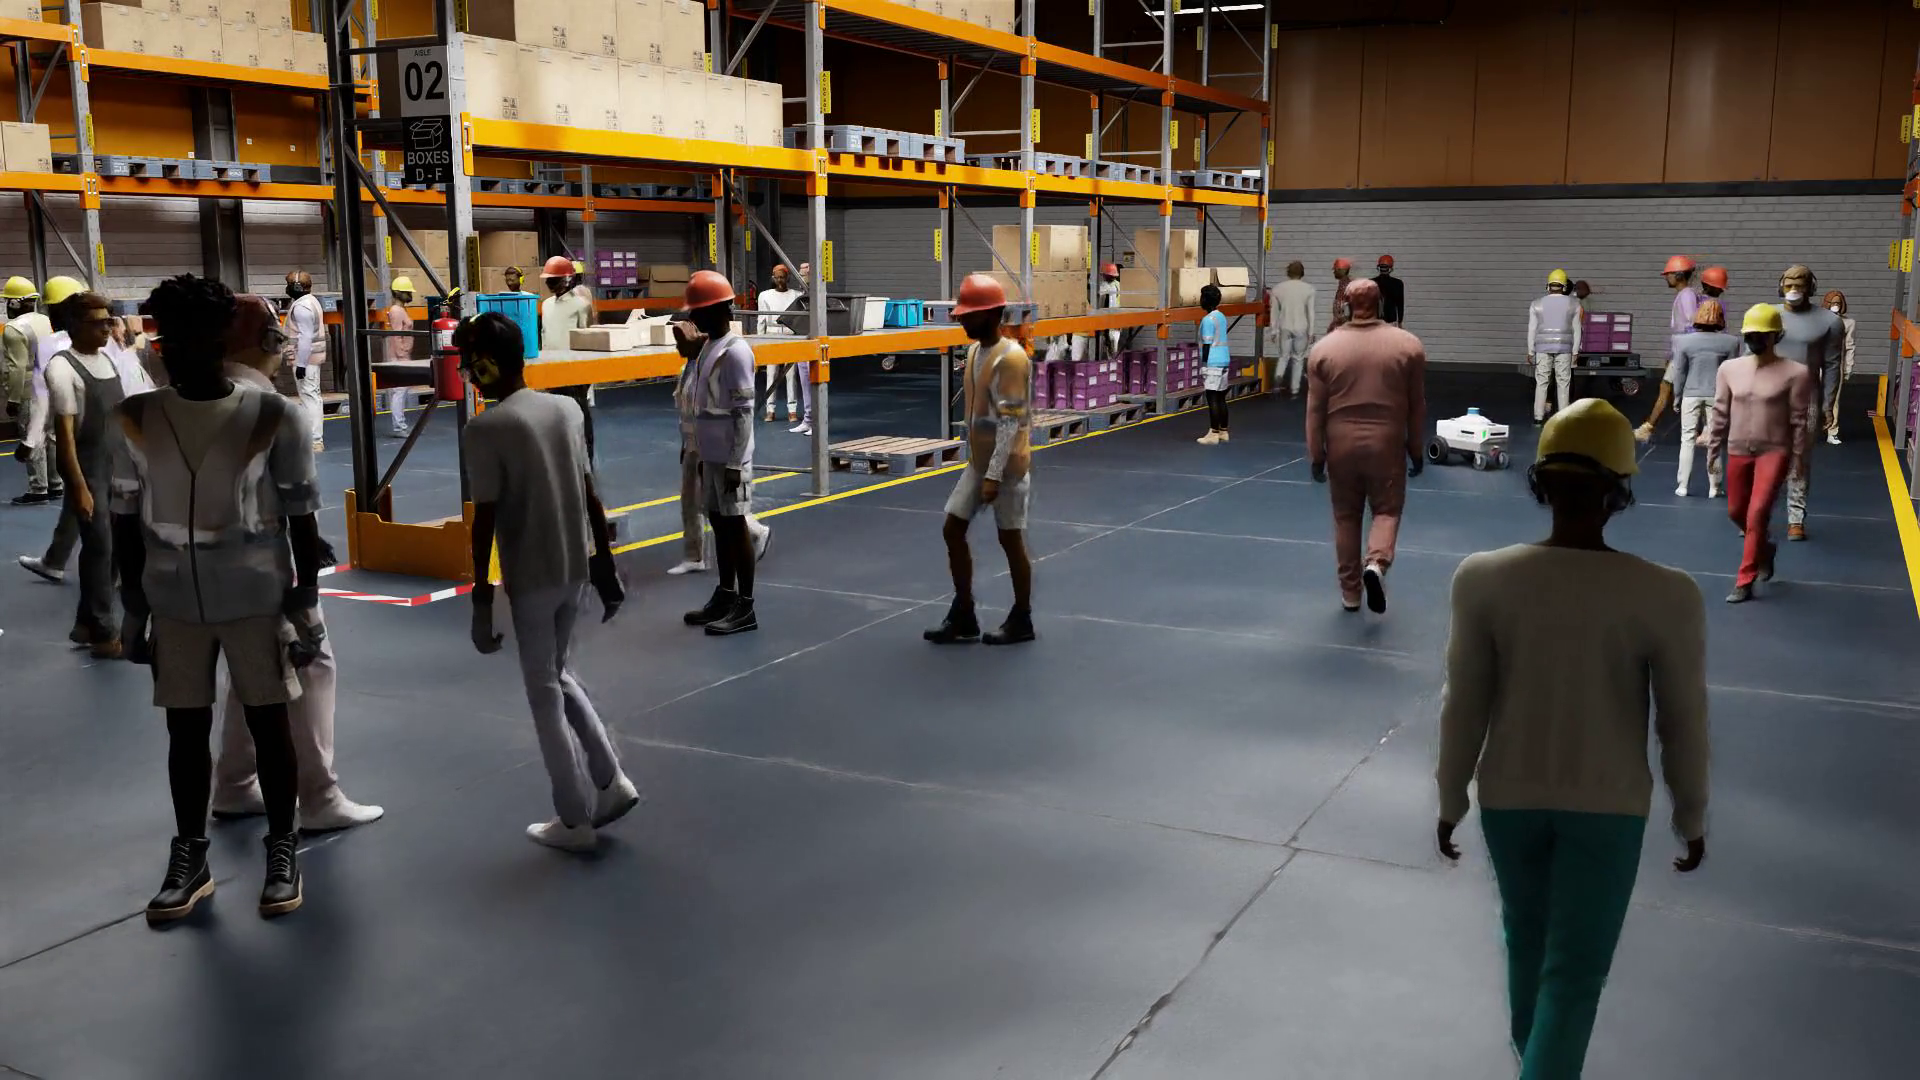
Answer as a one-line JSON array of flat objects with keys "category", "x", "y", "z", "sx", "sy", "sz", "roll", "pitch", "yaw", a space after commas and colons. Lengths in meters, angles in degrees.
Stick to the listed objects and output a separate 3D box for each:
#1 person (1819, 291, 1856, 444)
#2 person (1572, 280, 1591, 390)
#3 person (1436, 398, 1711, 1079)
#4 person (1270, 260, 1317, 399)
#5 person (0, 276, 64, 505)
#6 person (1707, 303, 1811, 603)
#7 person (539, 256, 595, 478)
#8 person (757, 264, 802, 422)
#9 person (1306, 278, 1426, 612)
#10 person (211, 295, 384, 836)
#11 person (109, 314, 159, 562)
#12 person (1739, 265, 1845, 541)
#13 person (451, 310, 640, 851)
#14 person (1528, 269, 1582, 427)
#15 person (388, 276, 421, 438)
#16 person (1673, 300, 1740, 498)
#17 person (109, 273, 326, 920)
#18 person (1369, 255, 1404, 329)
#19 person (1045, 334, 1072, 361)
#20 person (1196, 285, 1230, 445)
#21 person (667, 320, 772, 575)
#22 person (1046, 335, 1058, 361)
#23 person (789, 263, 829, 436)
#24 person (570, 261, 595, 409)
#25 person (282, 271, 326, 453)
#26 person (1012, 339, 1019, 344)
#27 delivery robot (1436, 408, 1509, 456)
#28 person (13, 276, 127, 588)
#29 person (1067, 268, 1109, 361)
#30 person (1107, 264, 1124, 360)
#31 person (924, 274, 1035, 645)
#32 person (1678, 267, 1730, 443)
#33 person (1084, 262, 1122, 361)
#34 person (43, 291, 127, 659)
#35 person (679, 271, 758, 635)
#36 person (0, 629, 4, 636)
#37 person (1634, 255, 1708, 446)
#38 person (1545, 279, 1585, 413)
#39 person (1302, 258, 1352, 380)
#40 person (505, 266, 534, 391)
[{"category": "person", "x": 9.201, "y": -1.823, "z": 17.635, "sx": 0.500, "sy": 1.628, "sz": 0.277, "roll": 4, "pitch": 10, "yaw": 20}, {"category": "person", "x": 9.094, "y": -3.019, "z": 24.565, "sx": 0.605, "sy": 1.609, "sz": 0.532, "roll": 2, "pitch": 10, "yaw": 11}, {"category": "person", "x": 1.297, "y": 0.562, "z": 3.582, "sx": 0.538, "sy": 1.729, "sz": 0.923, "roll": 7, "pitch": 12, "yaw": 34}, {"category": "person", "x": 4.574, "y": -2.874, "z": 22.859, "sx": 0.633, "sy": 1.923, "sz": 0.586, "roll": 5, "pitch": 11, "yaw": 25}, {"category": "person", "x": -7.496, "y": -1.196, "z": 13.399, "sx": 0.404, "sy": 1.833, "sz": 0.586, "roll": 0, "pitch": 10, "yaw": 0}, {"category": "person", "x": 4.726, "y": -0.527, "z": 9.795, "sx": 0.752, "sy": 1.739, "sz": 0.535, "roll": -9, "pitch": 13, "yaw": -43}, {"category": "person", "x": -3.514, "y": -1.522, "z": 14.827, "sx": 0.614, "sy": 1.990, "sz": 0.392, "roll": 7, "pitch": 12, "yaw": 35}, {"category": "person", "x": -2.131, "y": -2.350, "z": 19.931, "sx": 0.584, "sy": 1.882, "sz": 0.337, "roll": -1, "pitch": 10, "yaw": -7}, {"category": "person", "x": 2.248, "y": -0.505, "z": 9.250, "sx": 0.656, "sy": 1.881, "sz": 0.589, "roll": 3, "pitch": 10, "yaw": 15}, {"category": "person", "x": -2.402, "y": 0.084, "z": 5.881, "sx": 0.563, "sy": 1.872, "sz": 0.659, "roll": -9, "pitch": 13, "yaw": -42}, {"category": "person", "x": -5.183, "y": -0.591, "z": 10.446, "sx": 0.309, "sy": 1.645, "sz": 0.514, "roll": -8, "pitch": 13, "yaw": -39}, {"category": "person", "x": 5.846, "y": -0.961, "z": 11.735, "sx": 0.630, "sy": 1.938, "sz": 0.369, "roll": 6, "pitch": 11, "yaw": 29}, {"category": "person", "x": -1.402, "y": 0.154, "z": 5.565, "sx": 0.423, "sy": 1.837, "sz": 0.605, "roll": 6, "pitch": 11, "yaw": 31}, {"category": "person", "x": 6.884, "y": -2.212, "z": 19.277, "sx": 0.588, "sy": 1.834, "sz": 0.403, "roll": 4, "pitch": 10, "yaw": 20}, {"category": "person", "x": -6.092, "y": -1.998, "z": 18.241, "sx": 0.330, "sy": 1.765, "sz": 0.533, "roll": -2, "pitch": 10, "yaw": -11}, {"category": "person", "x": 6.173, "y": -1.164, "z": 13.791, "sx": 0.497, "sy": 1.633, "sz": 0.285, "roll": 5, "pitch": 11, "yaw": 25}, {"category": "person", "x": -2.252, "y": 0.180, "z": 5.060, "sx": 0.608, "sy": 1.962, "sz": 0.374, "roll": -1, "pitch": 10, "yaw": -5}, {"category": "person", "x": 6.453, "y": -3.346, "z": 25.379, "sx": 0.612, "sy": 1.994, "sz": 0.395, "roll": 4, "pitch": 11, "yaw": 22}, {"category": "person", "x": 1.418, "y": -2.968, "z": 23.827, "sx": 0.868, "sy": 1.769, "sz": 0.606, "roll": -5, "pitch": 11, "yaw": -25}, {"category": "person", "x": 2.688, "y": -1.856, "z": 17.654, "sx": 0.323, "sy": 1.688, "sz": 0.537, "roll": 5, "pitch": 11, "yaw": 28}, {"category": "person", "x": -1.544, "y": -0.578, "z": 10.445, "sx": 0.553, "sy": 1.618, "sz": 0.545, "roll": -5, "pitch": 11, "yaw": -27}, {"category": "person", "x": 1.549, "y": -3.087, "z": 24.283, "sx": 0.788, "sy": 1.851, "sz": 0.608, "roll": -8, "pitch": 12, "yaw": -38}, {"category": "person", "x": -1.674, "y": -2.119, "z": 18.530, "sx": 0.410, "sy": 1.909, "sz": 0.643, "roll": -6, "pitch": 11, "yaw": -30}, {"category": "person", "x": -4.955, "y": -2.645, "z": 21.529, "sx": 0.473, "sy": 1.911, "sz": 0.603, "roll": 1, "pitch": 10, "yaw": 5}, {"category": "person", "x": -6.670, "y": -1.806, "z": 16.904, "sx": 0.429, "sy": 1.843, "sz": 0.633, "roll": -2, "pitch": 10, "yaw": -14}, {"category": "person", "x": 0.908, "y": -3.616, "z": 27.272, "sx": 0.634, "sy": 1.883, "sz": 1.016, "roll": -6, "pitch": 12, "yaw": -33}, {"category": "delivery robot", "x": 4.848, "y": -1.008, "z": 15.738, "sx": 0.477, "sy": 0.478, "sz": 0.707, "roll": -4, "pitch": 11, "yaw": -24}, {"category": "person", "x": -5.346, "y": -0.634, "z": 10.006, "sx": 0.947, "sy": 1.876, "sz": 0.589, "roll": 1, "pitch": 10, "yaw": 8}, {"category": "person", "x": 1.767, "y": -2.851, "z": 22.986, "sx": 0.629, "sy": 1.837, "sz": 0.428, "roll": -1, "pitch": 10, "yaw": -5}, {"category": "person", "x": 2.626, "y": -3.710, "z": 27.929, "sx": 0.429, "sy": 1.842, "sz": 0.633, "roll": 2, "pitch": 10, "yaw": 11}, {"category": "person", "x": 0.097, "y": -0.382, "z": 8.464, "sx": 0.726, "sy": 1.905, "sz": 0.569, "roll": -6, "pitch": 11, "yaw": -30}, {"category": "person", "x": 7.886, "y": -1.963, "z": 17.710, "sx": 0.641, "sy": 1.891, "sz": 0.613, "roll": -2, "pitch": 10, "yaw": -9}, {"category": "person", "x": 2.359, "y": -3.545, "z": 26.915, "sx": 0.998, "sy": 1.867, "sz": 0.551, "roll": -1, "pitch": 10, "yaw": -3}, {"category": "person", "x": -4.338, "y": -0.313, "z": 8.329, "sx": 0.501, "sy": 1.845, "sz": 0.535, "roll": 0, "pitch": 10, "yaw": 3}, {"category": "person", "x": -1.287, "y": -0.458, "z": 8.855, "sx": 0.374, "sy": 1.928, "sz": 0.542, "roll": -5, "pitch": 11, "yaw": -27}, {"category": "person", "x": -5.241, "y": -0.336, "z": 8.441, "sx": 0.588, "sy": 1.834, "sz": 0.558, "roll": -2, "pitch": 10, "yaw": -12}, {"category": "person", "x": 7.503, "y": -1.973, "z": 17.446, "sx": 1.030, "sy": 1.984, "sz": 0.617, "roll": 4, "pitch": 11, "yaw": 24}, {"category": "person", "x": 7.618, "y": -2.453, "z": 21.074, "sx": 0.535, "sy": 1.697, "sz": 0.318, "roll": 1, "pitch": 10, "yaw": 8}, {"category": "person", "x": 5.861, "y": -3.355, "z": 25.623, "sx": 1.051, "sy": 1.935, "sz": 0.623, "roll": 1, "pitch": 10, "yaw": 5}, {"category": "person", "x": -5.322, "y": -2.342, "z": 19.939, "sx": 0.509, "sy": 1.868, "sz": 0.328, "roll": 2, "pitch": 10, "yaw": 11}]
